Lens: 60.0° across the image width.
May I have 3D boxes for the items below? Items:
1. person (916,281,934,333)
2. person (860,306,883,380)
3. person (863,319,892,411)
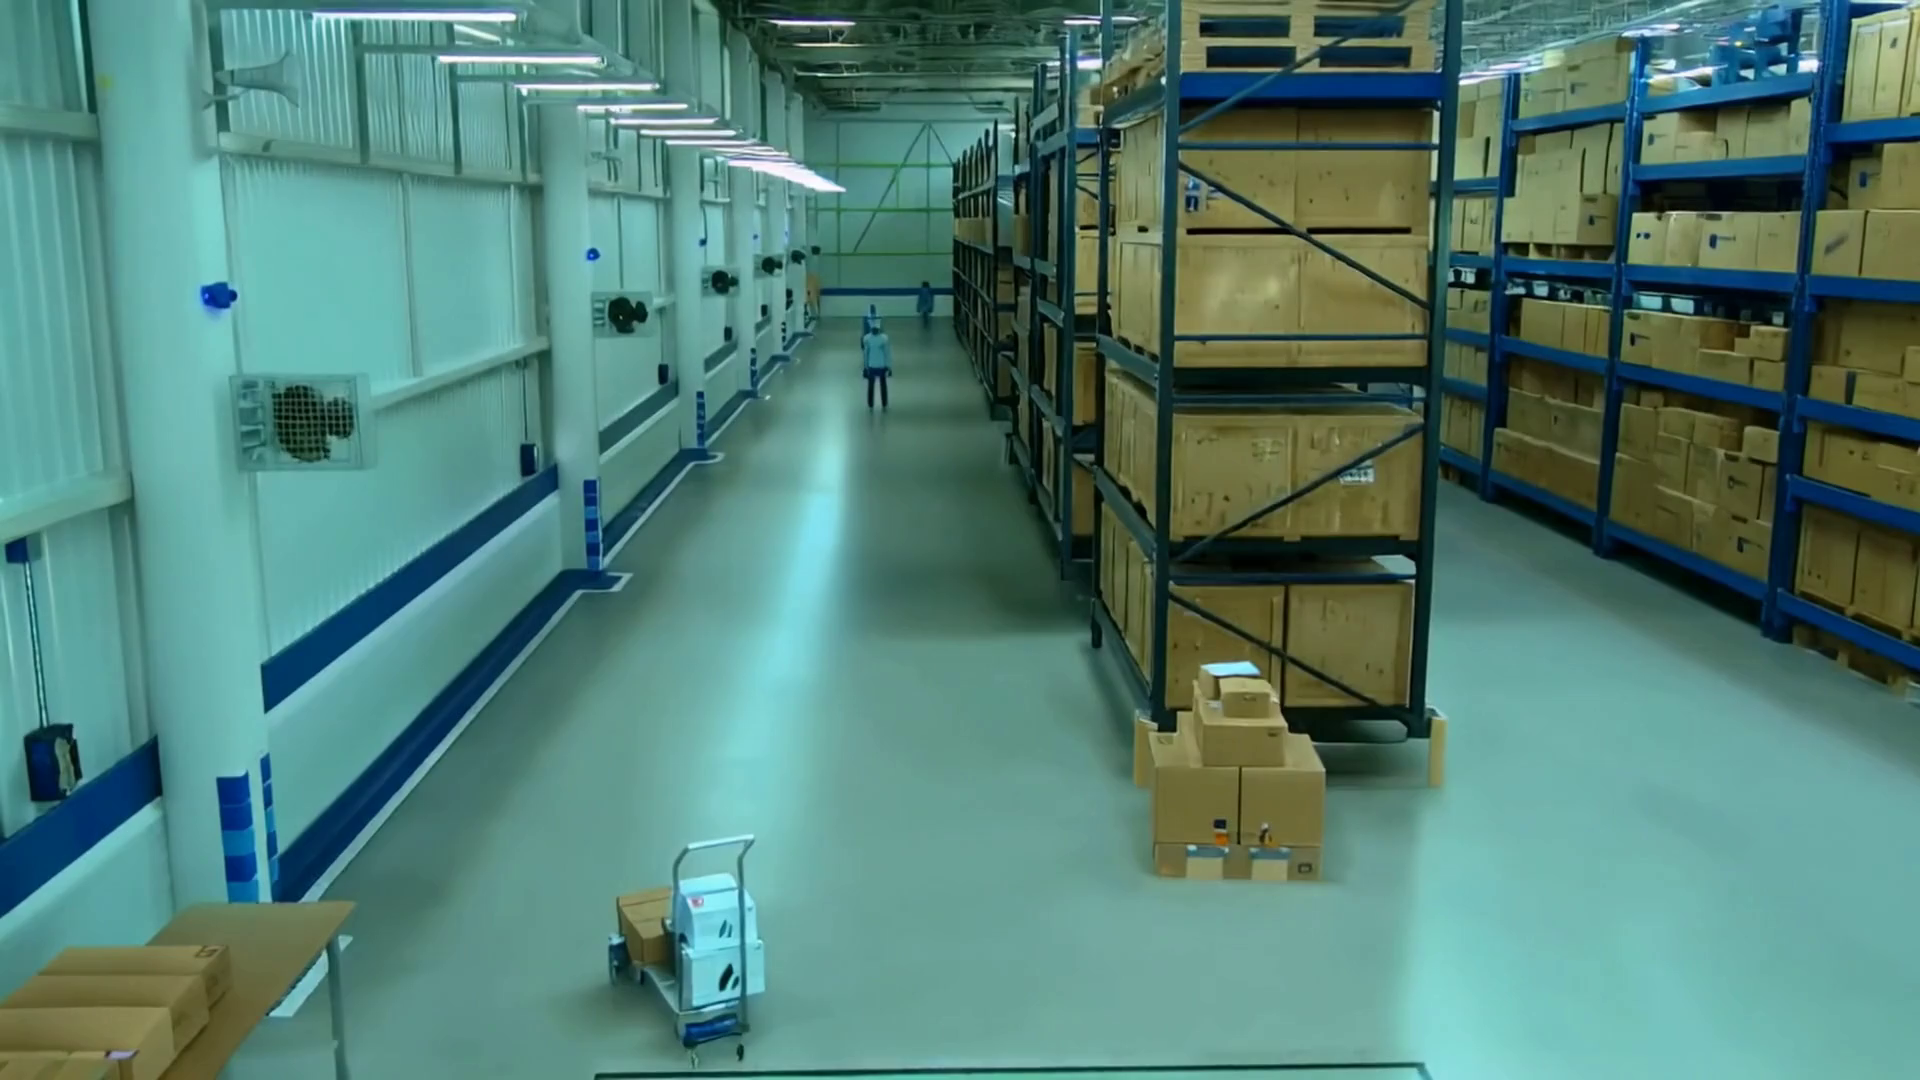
[{"bbox_3d":[-1.263,-8.492,60.588,0.671,1.893,0.496,1,11,5],"label":"person"},{"bbox_3d":[-2.275,-5.050,42.670,0.594,1.909,0.399,-2,11,-10],"label":"person"},{"bbox_3d":[-1.773,-3.736,35.625,0.618,1.986,0.407,0,11,-2],"label":"person"}]
